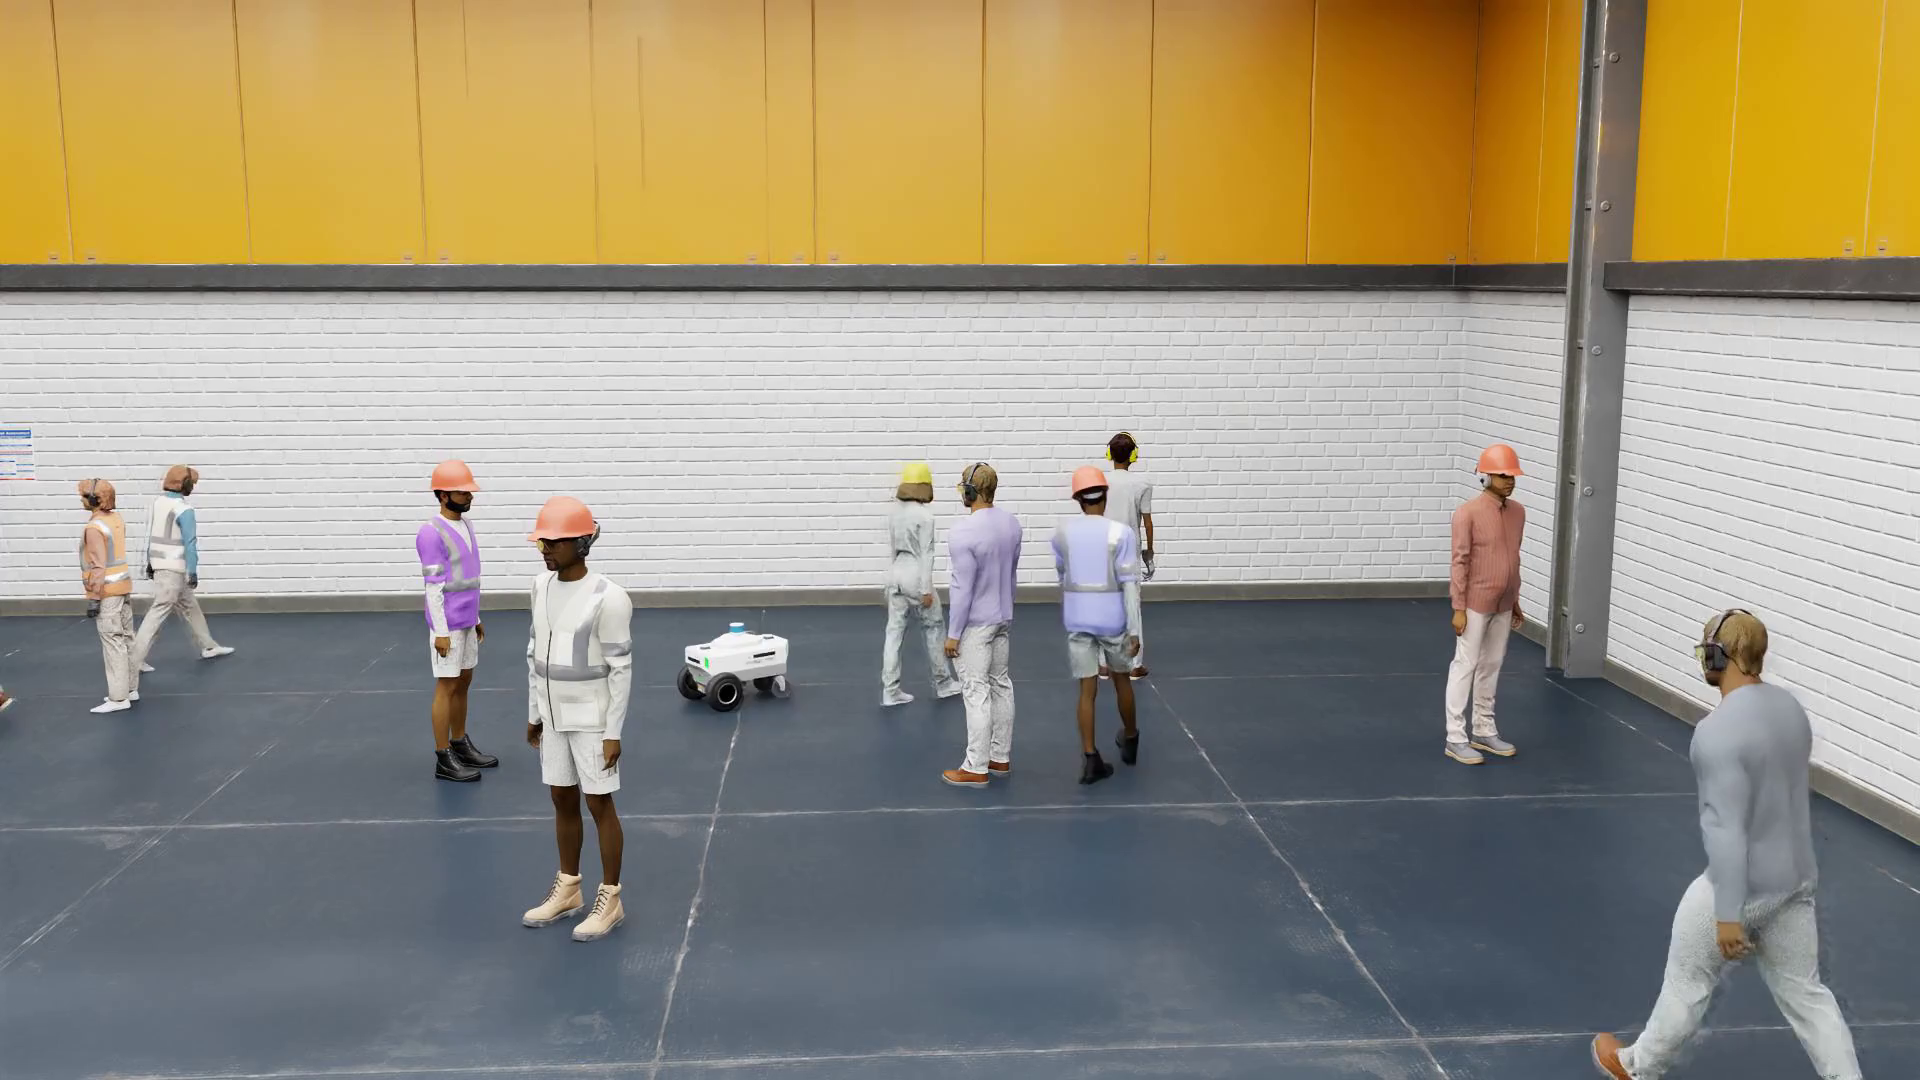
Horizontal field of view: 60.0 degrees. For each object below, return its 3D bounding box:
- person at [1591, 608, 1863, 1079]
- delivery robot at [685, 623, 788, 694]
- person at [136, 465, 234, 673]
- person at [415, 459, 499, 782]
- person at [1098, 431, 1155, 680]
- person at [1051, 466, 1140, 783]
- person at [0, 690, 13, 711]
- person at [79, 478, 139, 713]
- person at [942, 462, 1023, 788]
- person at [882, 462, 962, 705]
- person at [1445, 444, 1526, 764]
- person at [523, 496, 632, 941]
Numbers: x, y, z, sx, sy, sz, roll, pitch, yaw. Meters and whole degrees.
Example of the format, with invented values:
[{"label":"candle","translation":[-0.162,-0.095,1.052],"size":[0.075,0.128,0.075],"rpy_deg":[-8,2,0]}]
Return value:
[{"label":"person","translation":[2.740,1.189,5.764],"size":[0.664,1.877,1.049],"rpy_deg":[-6,11,-35]},{"label":"delivery robot","translation":[-1.580,0.833,11.830],"size":[0.707,0.478,0.477],"rpy_deg":[-7,12,-37]},{"label":"person","translation":[-6.104,0.211,12.832],"size":[0.571,1.584,0.887],"rpy_deg":[8,12,42]},{"label":"person","translation":[-3.029,0.478,10.040],"size":[0.356,1.938,0.543],"rpy_deg":[1,9,7]},{"label":"person","translation":[1.201,0.120,12.501],"size":[0.535,1.868,0.309],"rpy_deg":[2,9,11]},{"label":"person","translation":[0.861,0.487,10.163],"size":[0.579,1.876,0.833],"rpy_deg":[3,10,19]},{"label":"person","translation":[-6.657,0.384,10.972],"size":[0.520,1.837,0.559],"rpy_deg":[-3,10,-20]},{"label":"person","translation":[-5.931,0.381,11.577],"size":[0.312,1.642,0.512],"rpy_deg":[-1,9,-8]},{"label":"person","translation":[0.120,0.501,9.889],"size":[0.372,1.940,0.631],"rpy_deg":[6,11,34]},{"label":"person","translation":[-0.265,0.299,11.838],"size":[0.796,1.705,0.511],"rpy_deg":[-8,12,-42]},{"label":"person","translation":[3.311,0.391,10.402],"size":[0.613,1.994,0.395],"rpy_deg":[-6,11,-32]},{"label":"person","translation":[-1.771,0.810,7.618],"size":[0.605,2.045,0.380],"rpy_deg":[6,11,34]}]
